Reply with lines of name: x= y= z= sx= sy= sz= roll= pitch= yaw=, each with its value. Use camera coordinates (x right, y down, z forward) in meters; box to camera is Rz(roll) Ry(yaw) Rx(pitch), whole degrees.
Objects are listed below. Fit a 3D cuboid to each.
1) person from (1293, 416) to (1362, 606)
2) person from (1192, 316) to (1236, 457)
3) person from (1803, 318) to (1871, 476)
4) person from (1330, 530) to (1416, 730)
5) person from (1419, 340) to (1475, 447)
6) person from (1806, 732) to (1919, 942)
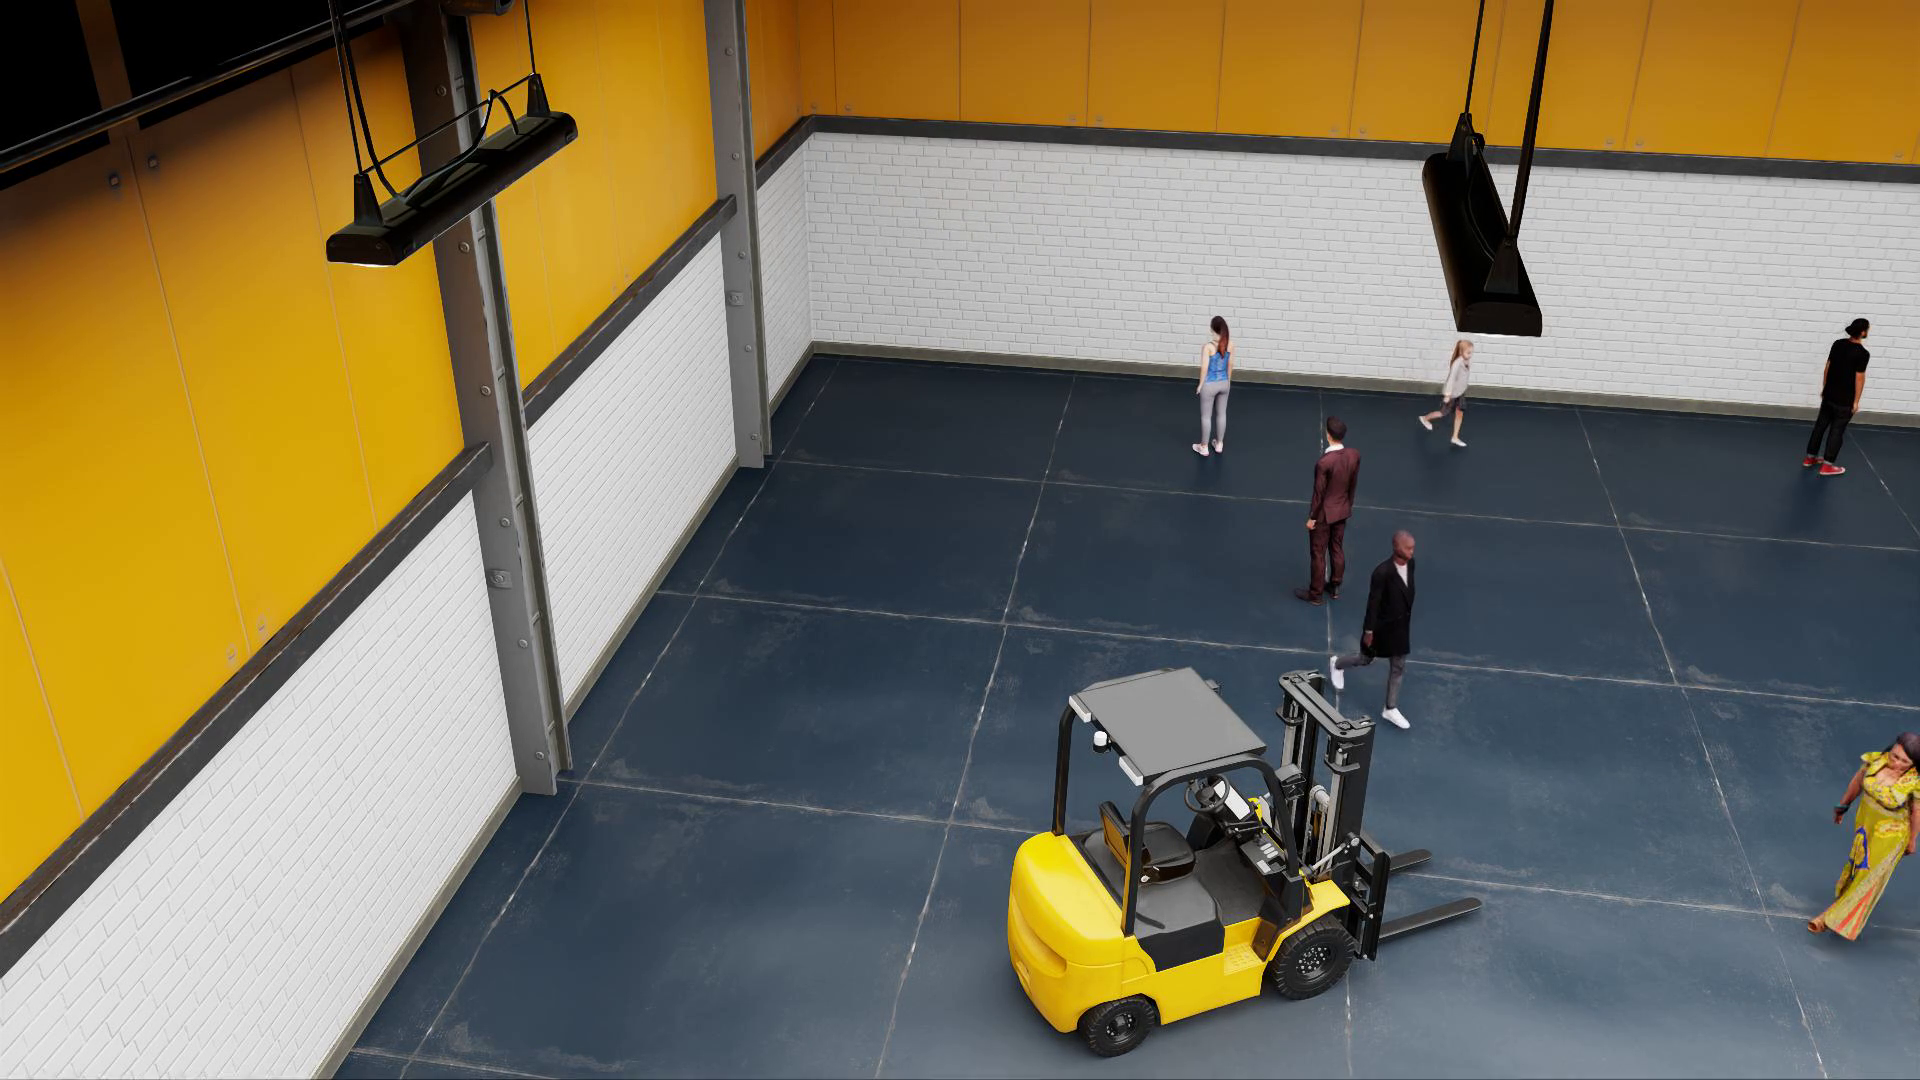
person: x=3.452 y=-0.272 z=15.510 sx=0.768 sy=1.863 sz=0.816 roll=-17 pitch=33 yaw=-28
person: x=2.821 y=-1.713 z=18.415 sx=0.659 sy=1.611 sz=0.695 roll=-11 pitch=31 yaw=-19
person: x=9.523 y=-1.570 z=18.000 sx=0.772 sy=1.757 sz=0.656 roll=-10 pitch=30 yaw=-18
person: x=3.494 y=0.673 z=13.918 sx=1.127 sy=1.728 sz=1.221 roll=-16 pitch=32 yaw=-26
person: x=5.524 y=-1.694 z=18.765 sx=0.847 sy=1.242 sz=0.909 roll=-19 pitch=34 yaw=-31
person: x=6.486 y=1.997 z=11.611 sx=1.183 sy=1.613 sz=1.218 roll=-11 pitch=30 yaw=-19
